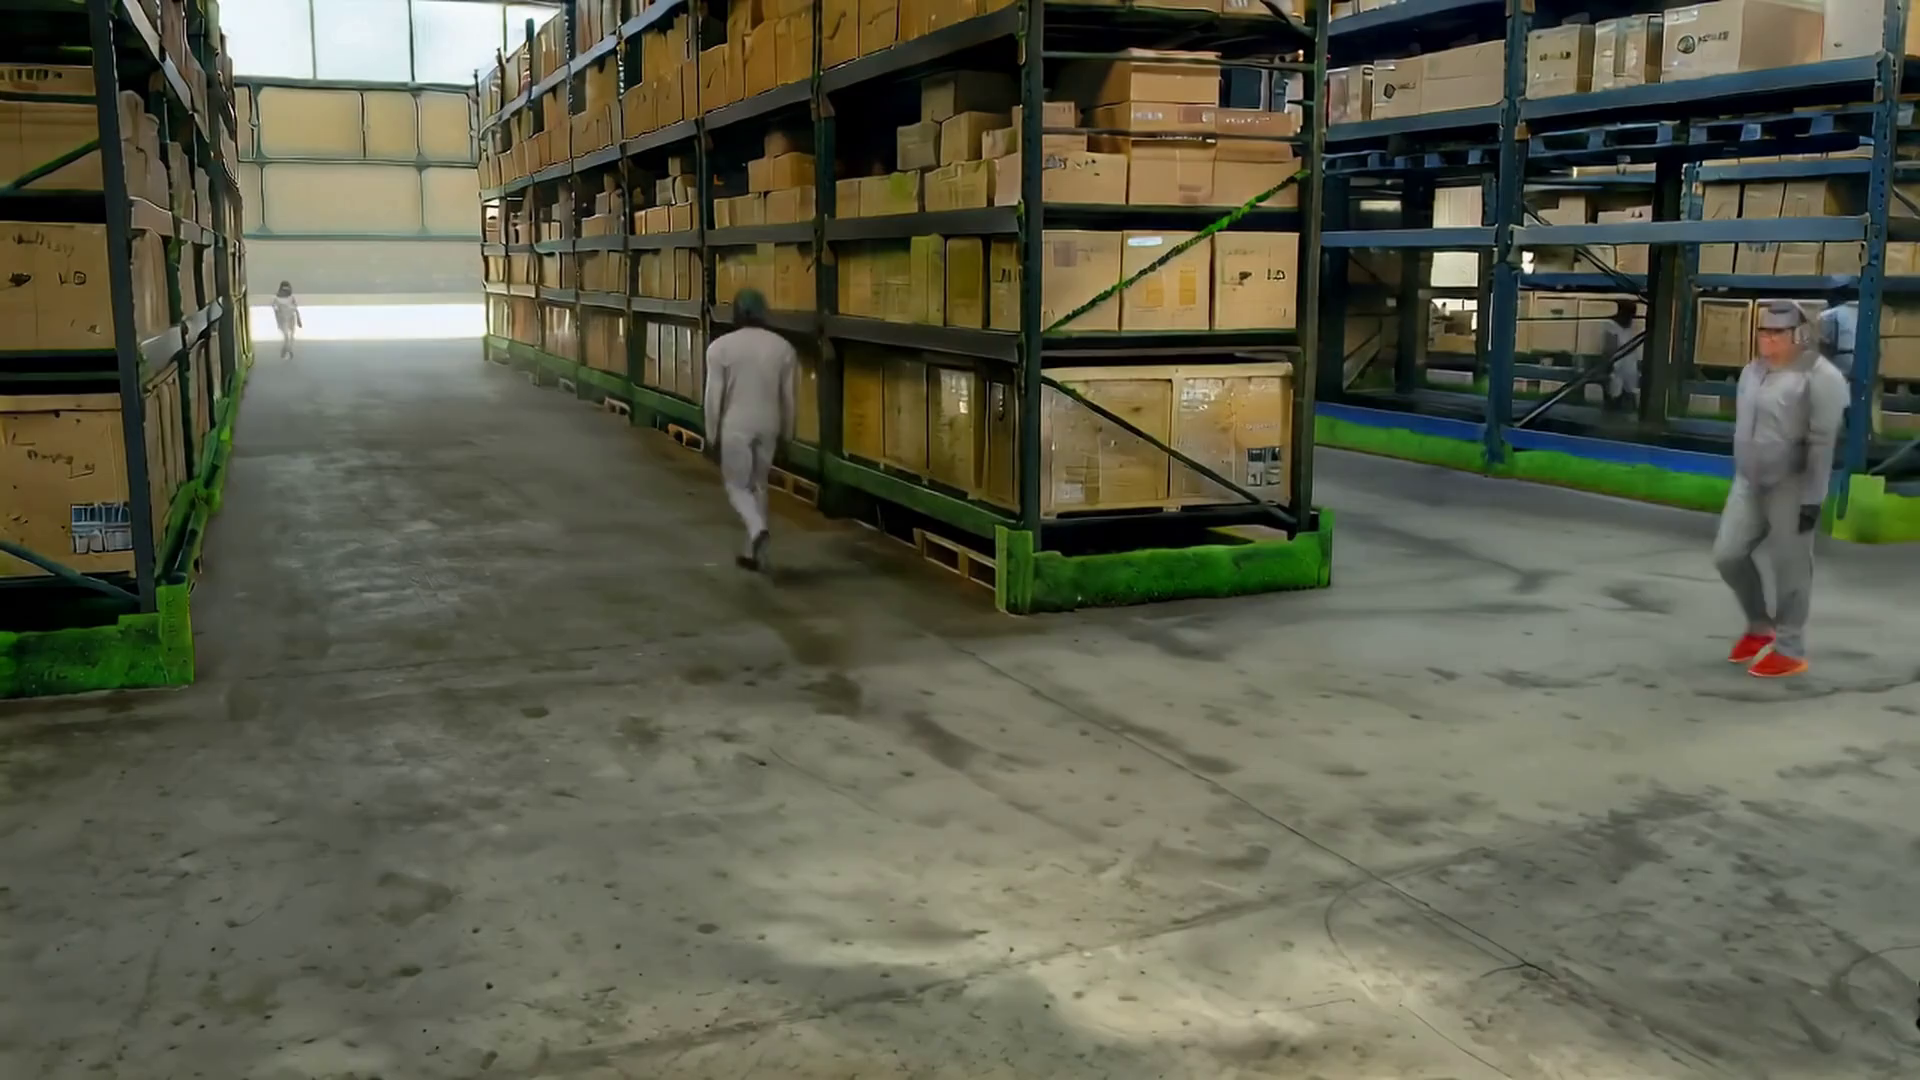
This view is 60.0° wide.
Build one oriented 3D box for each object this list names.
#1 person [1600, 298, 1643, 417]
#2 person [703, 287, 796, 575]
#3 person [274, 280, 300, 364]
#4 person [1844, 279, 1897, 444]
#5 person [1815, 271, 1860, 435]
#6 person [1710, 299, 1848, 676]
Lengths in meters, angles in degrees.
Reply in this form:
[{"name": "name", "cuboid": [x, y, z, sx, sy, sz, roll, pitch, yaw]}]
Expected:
[{"name": "person", "cuboid": [7.449, -1.879, 18.704, 0.546, 1.681, 0.501, -2, 10, -13]}, {"name": "person", "cuboid": [-1.355, -0.698, 10.937, 0.636, 1.917, 0.771, -5, 11, -30]}, {"name": "person", "cuboid": [-13.900, -4.495, 34.275, 0.766, 1.717, 0.496, 6, 11, 33]}, {"name": "person", "cuboid": [9.740, -1.859, 17.953, 0.394, 1.899, 0.641, -3, 10, -15]}, {"name": "person", "cuboid": [8.561, -1.627, 16.309, 0.605, 1.993, 1.076, -3, 10, -20]}, {"name": "person", "cuboid": [4.078, -0.251, 8.337, 0.433, 1.891, 0.655, -4, 10, -23]}]
